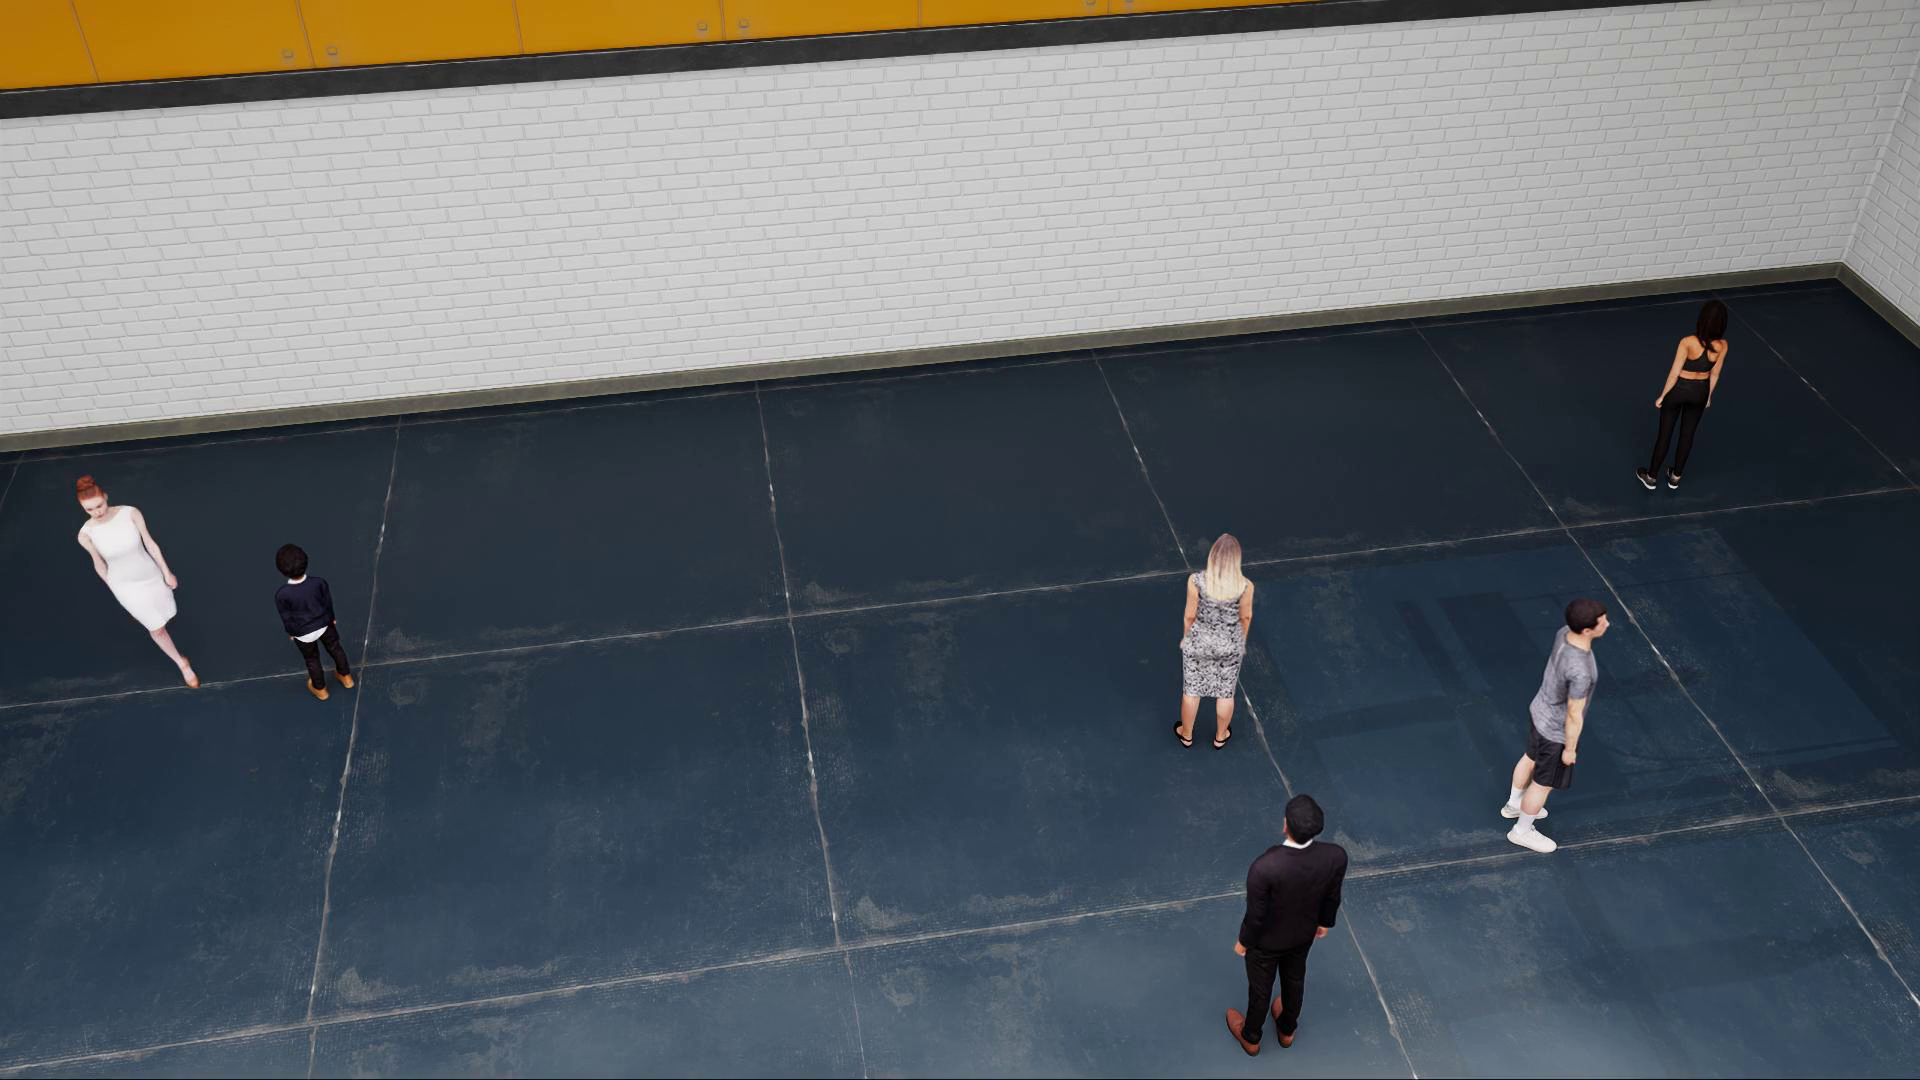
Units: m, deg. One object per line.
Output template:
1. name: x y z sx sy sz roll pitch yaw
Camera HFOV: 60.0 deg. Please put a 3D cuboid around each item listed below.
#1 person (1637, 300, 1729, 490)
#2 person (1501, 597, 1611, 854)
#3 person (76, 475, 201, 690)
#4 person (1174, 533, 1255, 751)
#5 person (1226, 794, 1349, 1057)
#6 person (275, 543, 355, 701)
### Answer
1. person: 5.599 -1.114 12.815 0.607 1.643 0.552 1 39 2
2. person: 3.541 1.068 9.900 0.773 1.871 0.583 4 39 4
3. person: -5.468 0.245 11.013 0.885 1.769 1.026 -31 48 -33
4. person: 1.604 0.667 10.535 0.626 1.705 0.590 5 39 7
5. person: 1.688 2.026 8.691 0.722 1.883 0.574 -10 40 -13
6. person: -4.322 0.542 11.079 0.569 1.222 0.589 -26 45 -29
